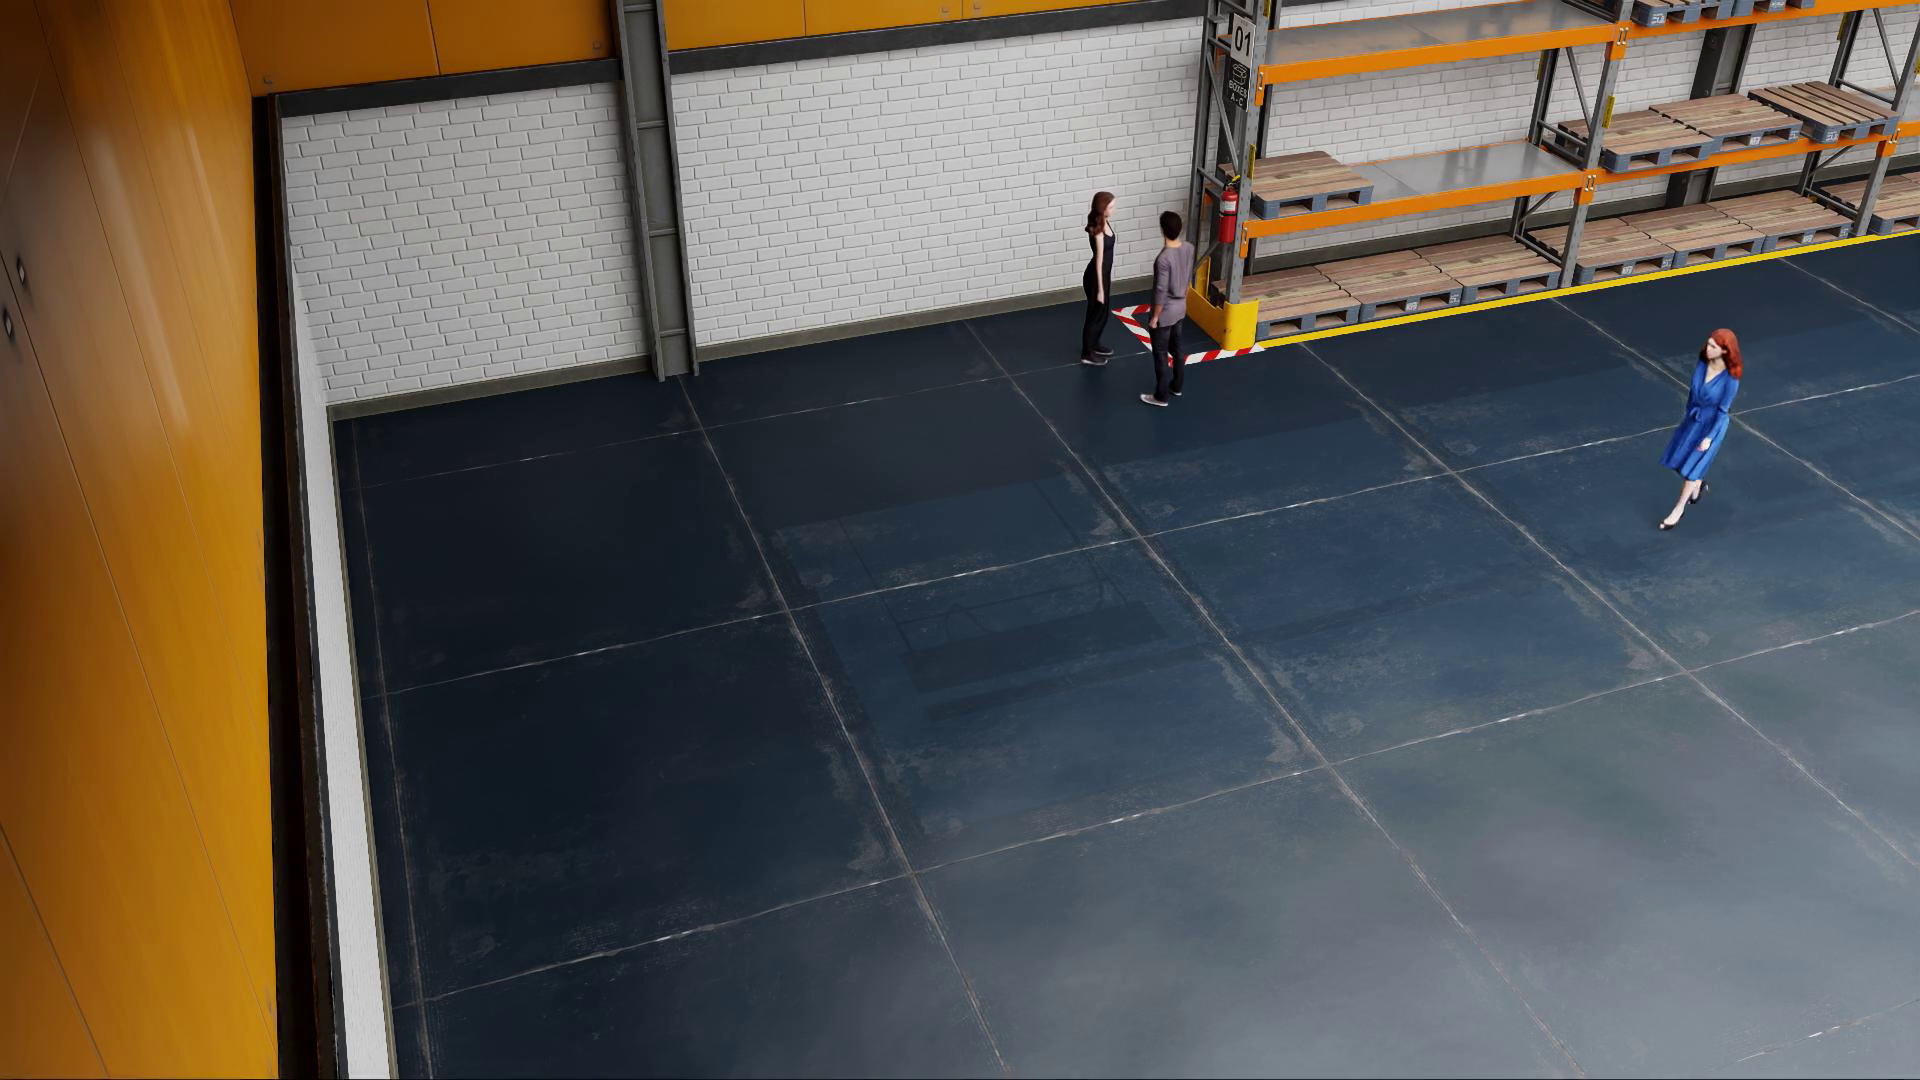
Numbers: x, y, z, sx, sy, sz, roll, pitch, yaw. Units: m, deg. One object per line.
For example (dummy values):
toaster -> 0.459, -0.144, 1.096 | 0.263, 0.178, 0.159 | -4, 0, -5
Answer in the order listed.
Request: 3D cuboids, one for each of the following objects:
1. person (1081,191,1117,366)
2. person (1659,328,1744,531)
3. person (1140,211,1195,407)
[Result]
person -> 1.301, -2.502, 15.843 | 0.698, 1.741, 0.678 | 7, 34, 10
person -> 6.011, -0.870, 13.322 | 0.784, 1.815, 0.617 | -12, 35, -17
person -> 1.907, -2.111, 15.156 | 0.804, 1.851, 0.657 | 26, 42, 34
